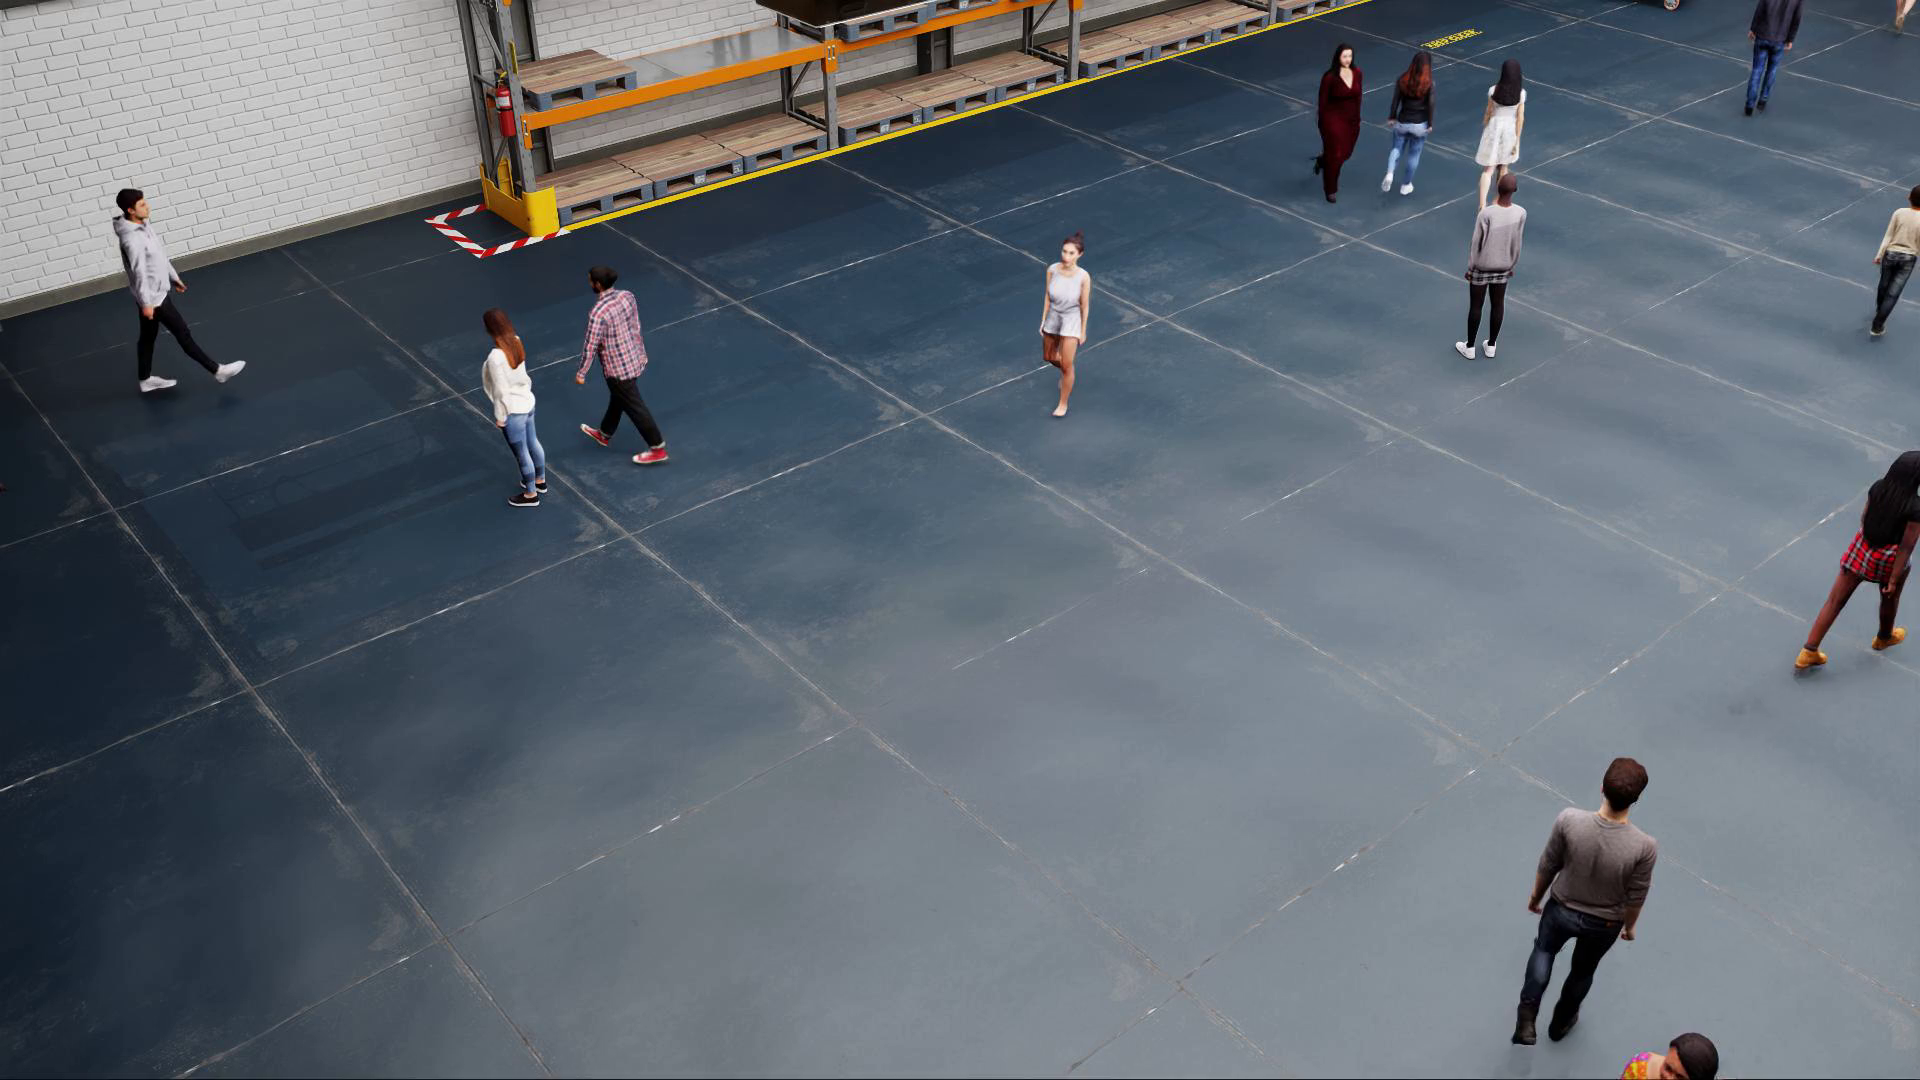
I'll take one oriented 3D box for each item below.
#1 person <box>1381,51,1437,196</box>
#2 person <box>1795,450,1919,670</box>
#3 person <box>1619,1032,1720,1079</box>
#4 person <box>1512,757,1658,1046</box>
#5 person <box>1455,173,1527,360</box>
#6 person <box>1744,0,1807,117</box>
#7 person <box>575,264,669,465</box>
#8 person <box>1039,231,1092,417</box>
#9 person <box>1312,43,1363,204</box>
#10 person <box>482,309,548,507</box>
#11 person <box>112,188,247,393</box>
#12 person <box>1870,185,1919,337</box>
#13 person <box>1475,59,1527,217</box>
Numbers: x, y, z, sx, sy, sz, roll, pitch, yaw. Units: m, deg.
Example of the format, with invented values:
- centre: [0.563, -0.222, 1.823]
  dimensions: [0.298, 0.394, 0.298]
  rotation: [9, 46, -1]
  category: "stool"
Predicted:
- centre: [4.999, -4.598, 18.506]
  dimensions: [0.777, 1.622, 0.888]
  rotation: [19, 38, 26]
  category: "person"
- centre: [6.127, 0.189, 11.259]
  dimensions: [1.240, 1.671, 0.789]
  rotation: [-16, 37, -22]
  category: "person"
- centre: [3.141, 2.745, 7.435]
  dimensions: [1.172, 1.648, 0.657]
  rotation: [-23, 40, -31]
  category: "person"
- centre: [3.148, 1.937, 8.434]
  dimensions: [0.853, 1.889, 0.996]
  rotation: [18, 38, 25]
  category: "person"
- centre: [4.869, -2.504, 15.220]
  dimensions: [0.653, 1.771, 0.756]
  rotation: [-3, 34, -4]
  category: "person"
- centre: [10.110, -6.222, 20.727]
  dimensions: [0.888, 1.869, 0.972]
  rotation: [12, 36, 18]
  category: "person"
- centre: [-2.700, -1.404, 13.616]
  dimensions: [1.134, 1.716, 1.169]
  rotation: [8, 35, 12]
  category: "person"
- centre: [0.927, -1.913, 14.489]
  dimensions: [0.736, 1.596, 0.893]
  rotation: [18, 38, 25]
  category: "person"
- centre: [4.164, -4.667, 18.502]
  dimensions: [0.910, 1.741, 0.863]
  rotation: [-14, 36, -20]
  category: "person"
- centre: [-3.502, -1.049, 13.101]
  dimensions: [0.765, 1.694, 0.679]
  rotation: [7, 34, 11]
  category: "person"
- centre: [-7.172, -2.131, 14.561]
  dimensions: [1.276, 1.880, 1.008]
  rotation: [-10, 35, -14]
  category: "person"
- centre: [8.844, -2.609, 15.689]
  dimensions: [0.675, 1.428, 1.031]
  rotation: [26, 42, 34]
  category: "person"
- centre: [5.759, -4.226, 17.834]
  dimensions: [0.966, 1.745, 1.138]
  rotation: [9, 35, 13]
  category: "person"
